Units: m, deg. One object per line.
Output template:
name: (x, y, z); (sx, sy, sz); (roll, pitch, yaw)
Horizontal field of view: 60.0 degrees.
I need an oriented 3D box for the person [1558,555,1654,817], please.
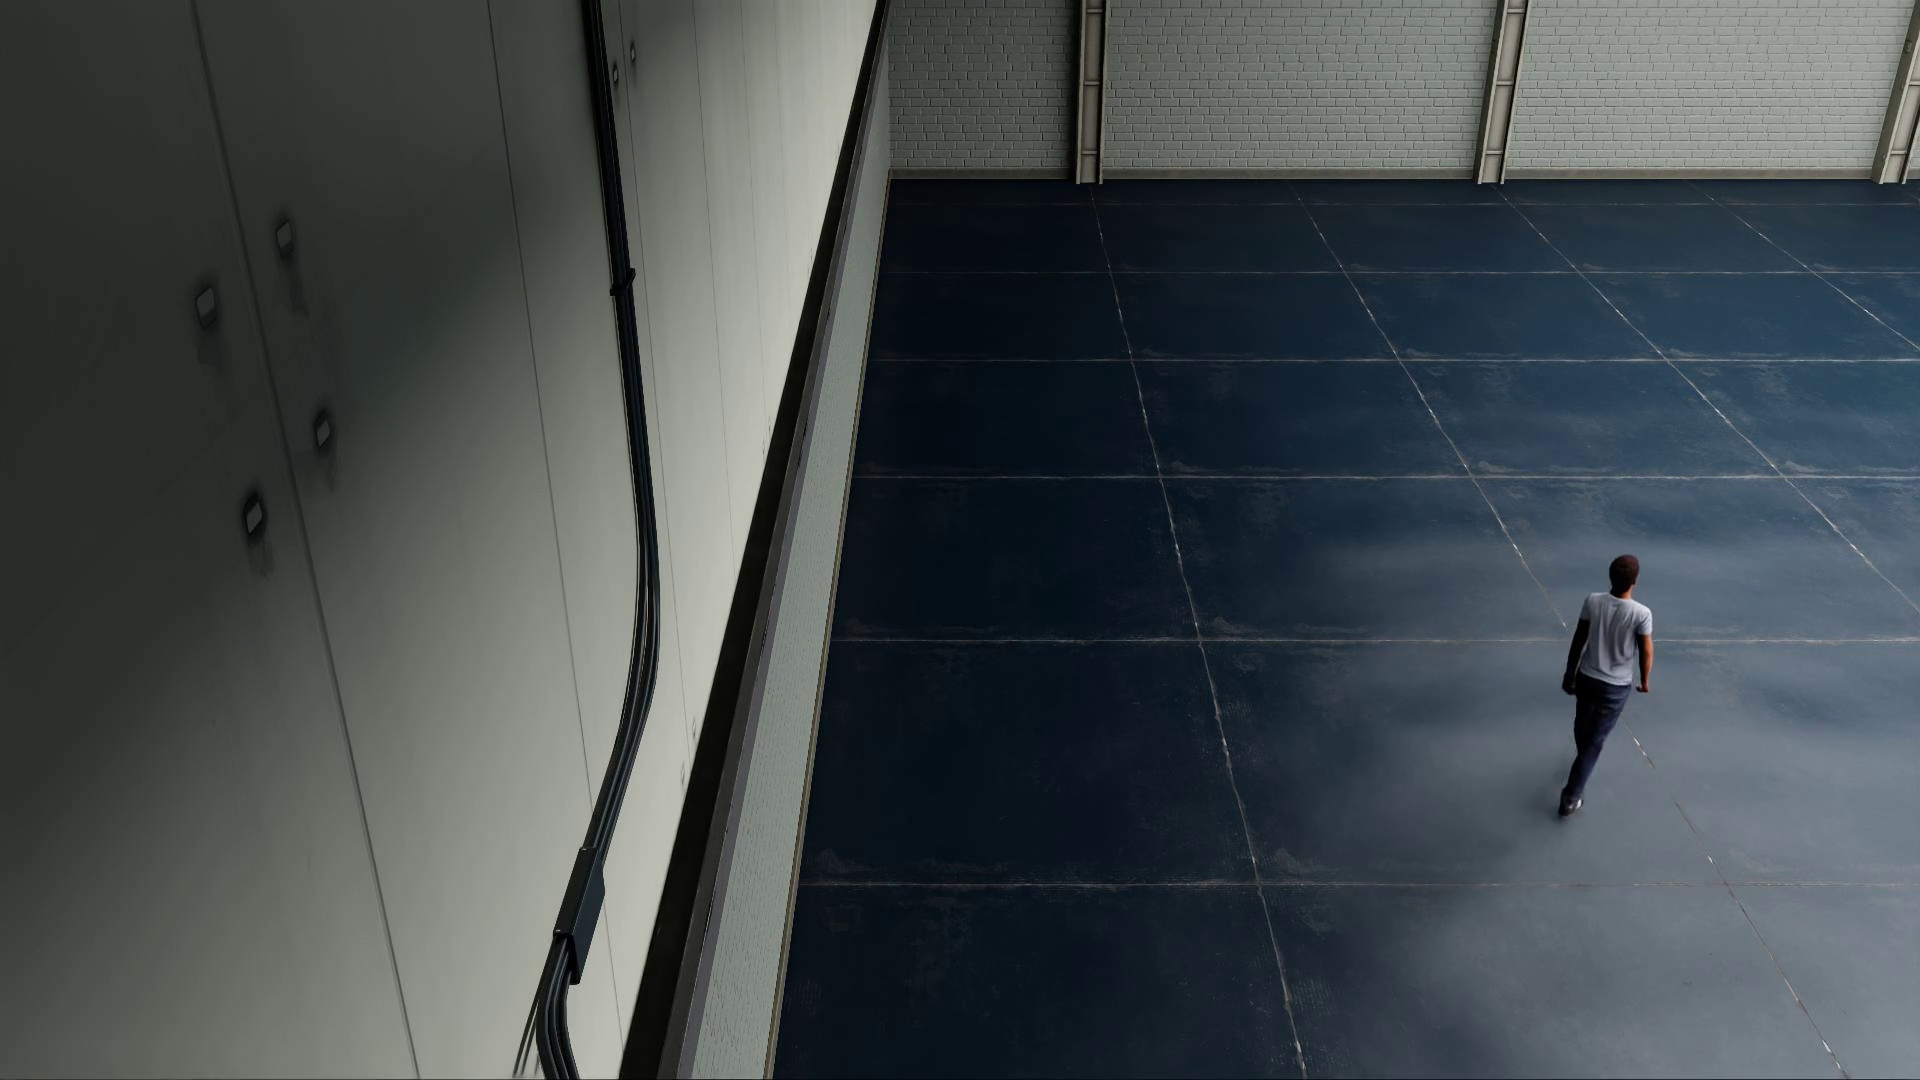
person: (4.227, 1.006, 11.017); (1.150, 1.823, 1.169); (23, 35, 36)
